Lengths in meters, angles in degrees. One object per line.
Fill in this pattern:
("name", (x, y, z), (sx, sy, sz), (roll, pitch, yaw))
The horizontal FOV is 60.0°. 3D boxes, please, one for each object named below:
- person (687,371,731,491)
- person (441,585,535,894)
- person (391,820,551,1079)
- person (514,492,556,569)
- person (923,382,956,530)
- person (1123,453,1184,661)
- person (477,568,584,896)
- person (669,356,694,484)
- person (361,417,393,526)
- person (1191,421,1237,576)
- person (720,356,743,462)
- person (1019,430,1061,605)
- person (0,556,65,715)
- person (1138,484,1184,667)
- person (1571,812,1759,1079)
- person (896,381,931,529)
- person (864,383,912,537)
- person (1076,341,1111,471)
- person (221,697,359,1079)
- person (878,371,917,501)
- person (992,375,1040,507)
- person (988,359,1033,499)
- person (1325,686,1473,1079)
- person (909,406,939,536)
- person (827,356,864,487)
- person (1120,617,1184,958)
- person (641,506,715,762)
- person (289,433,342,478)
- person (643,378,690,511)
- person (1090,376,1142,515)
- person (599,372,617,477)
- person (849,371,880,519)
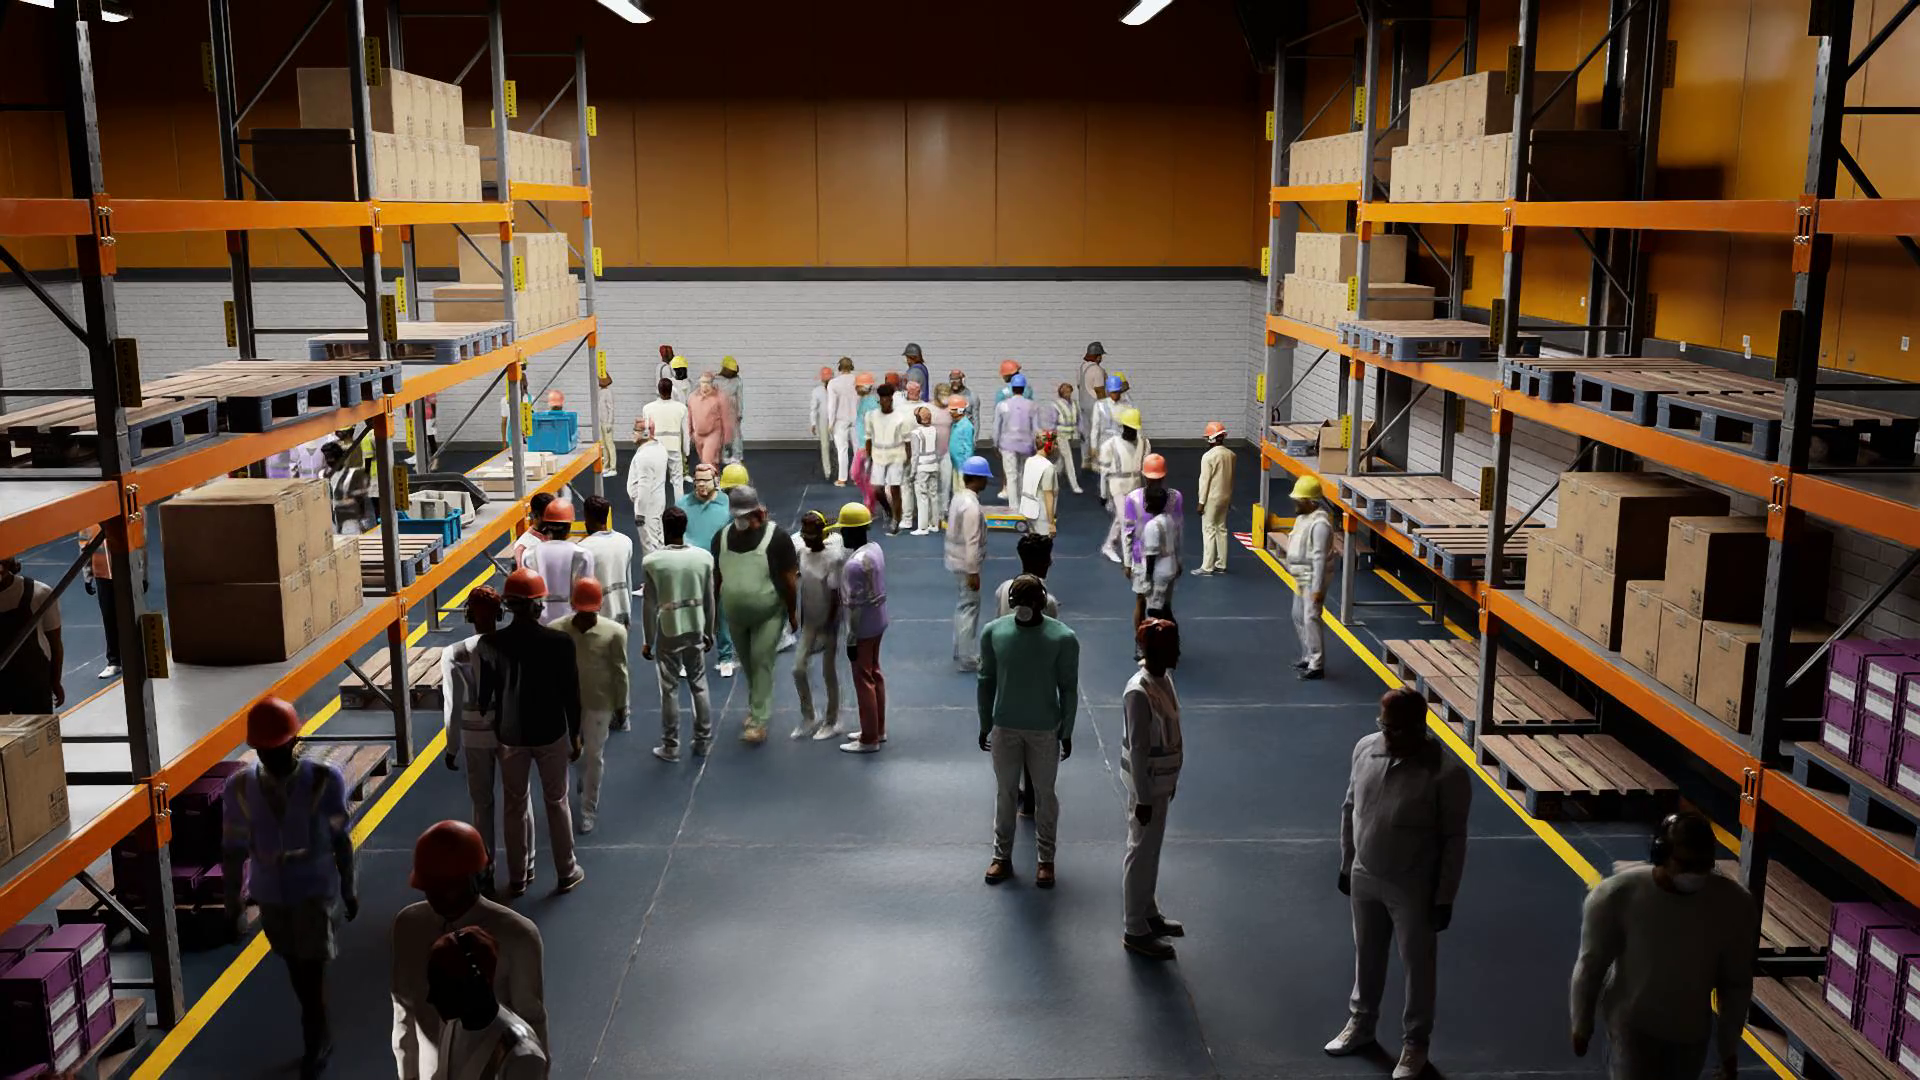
("person", (-3.544, -1.470, 23.516), (0.631, 1.866, 0.972), (5, 12, 25))
("person", (-2.817, 1.197, 10.031), (0.572, 1.883, 0.356), (-7, 13, -32))
("person", (-1.779, 1.948, 6.014), (0.621, 1.986, 0.409), (3, 12, 17))
("person", (-3.298, 0.558, 13.178), (0.403, 1.908, 0.599), (3, 12, 15))
("person", (-0.302, -1.113, 21.525), (0.663, 1.912, 0.665), (-3, 12, -17))
("person", (1.762, 0.159, 15.134), (0.549, 1.925, 0.384), (-1, 11, -5))
("person", (-2.569, 1.154, 9.972), (0.613, 1.991, 0.392), (-1, 11, -4))
("person", (-4.187, -1.794, 24.902), (0.354, 1.930, 0.594), (7, 13, 33))
("person", (-7.205, -0.813, 20.574), (0.319, 1.697, 0.533), (3, 12, 15))
("person", (2.862, -0.467, 18.743), (0.351, 1.738, 0.568), (10, 15, 42))
("person", (-3.719, -2.127, 27.075), (0.328, 1.737, 0.486), (0, 11, 2))
("person", (0.830, -0.224, 17.281), (0.394, 1.836, 0.560), (-4, 12, -19))
("person", (-6.246, 0.943, 10.902), (0.684, 2.000, 0.535), (-5, 12, -23))
("person", (1.822, 0.321, 14.932), (0.406, 1.683, 0.610), (5, 12, 24))
("person", (2.711, 1.896, 6.532), (0.628, 1.895, 0.979), (1, 11, 3))
("person", (-0.604, -1.094, 21.459), (0.649, 1.906, 0.401), (-6, 13, -27))
("person", (-0.907, -1.013, 20.946), (0.644, 1.947, 0.452), (3, 12, 15))
("person", (2.152, -2.114, 26.231), (0.538, 2.000, 0.684), (-5, 12, -24))
("person", (-3.106, 1.662, 7.643), (0.560, 1.894, 0.907), (-1, 11, -7))
("person", (-0.854, -1.426, 23.245), (0.590, 1.860, 0.760), (-9, 15, -39))
("person", (0.744, -1.250, 22.238), (0.632, 1.897, 0.897), (-1, 11, -4))
("person", (0.732, -1.559, 23.519), (0.629, 2.021, 0.505), (-8, 14, -35))
("person", (2.062, 1.613, 7.902), (0.404, 1.902, 0.636), (-10, 15, -42))
("person", (-0.452, -0.873, 21.019), (0.311, 1.638, 0.523), (8, 14, 35))
("person", (-1.674, -1.755, 24.700), (0.628, 1.934, 0.374), (-6, 13, -26))
("person", (1.076, 1.353, 9.246), (0.356, 1.883, 0.574), (4, 12, 19))
("person", (-2.093, 0.703, 12.460), (0.594, 1.909, 0.407), (-8, 14, -35))
("person", (-7.272, -0.578, 18.821), (0.592, 1.923, 0.381), (-1, 11, -3))
("person", (-3.827, -1.156, 21.735), (0.591, 1.917, 0.379), (-1, 11, -6))
("person", (2.079, -1.229, 22.097), (0.716, 1.917, 0.473), (2, 11, 8))
("person", (-5.486, -1.797, 25.668), (0.285, 1.633, 0.498), (-8, 14, -35))
("person", (-1.240, -1.243, 22.018), (0.425, 1.981, 0.640), (-4, 12, -21))
